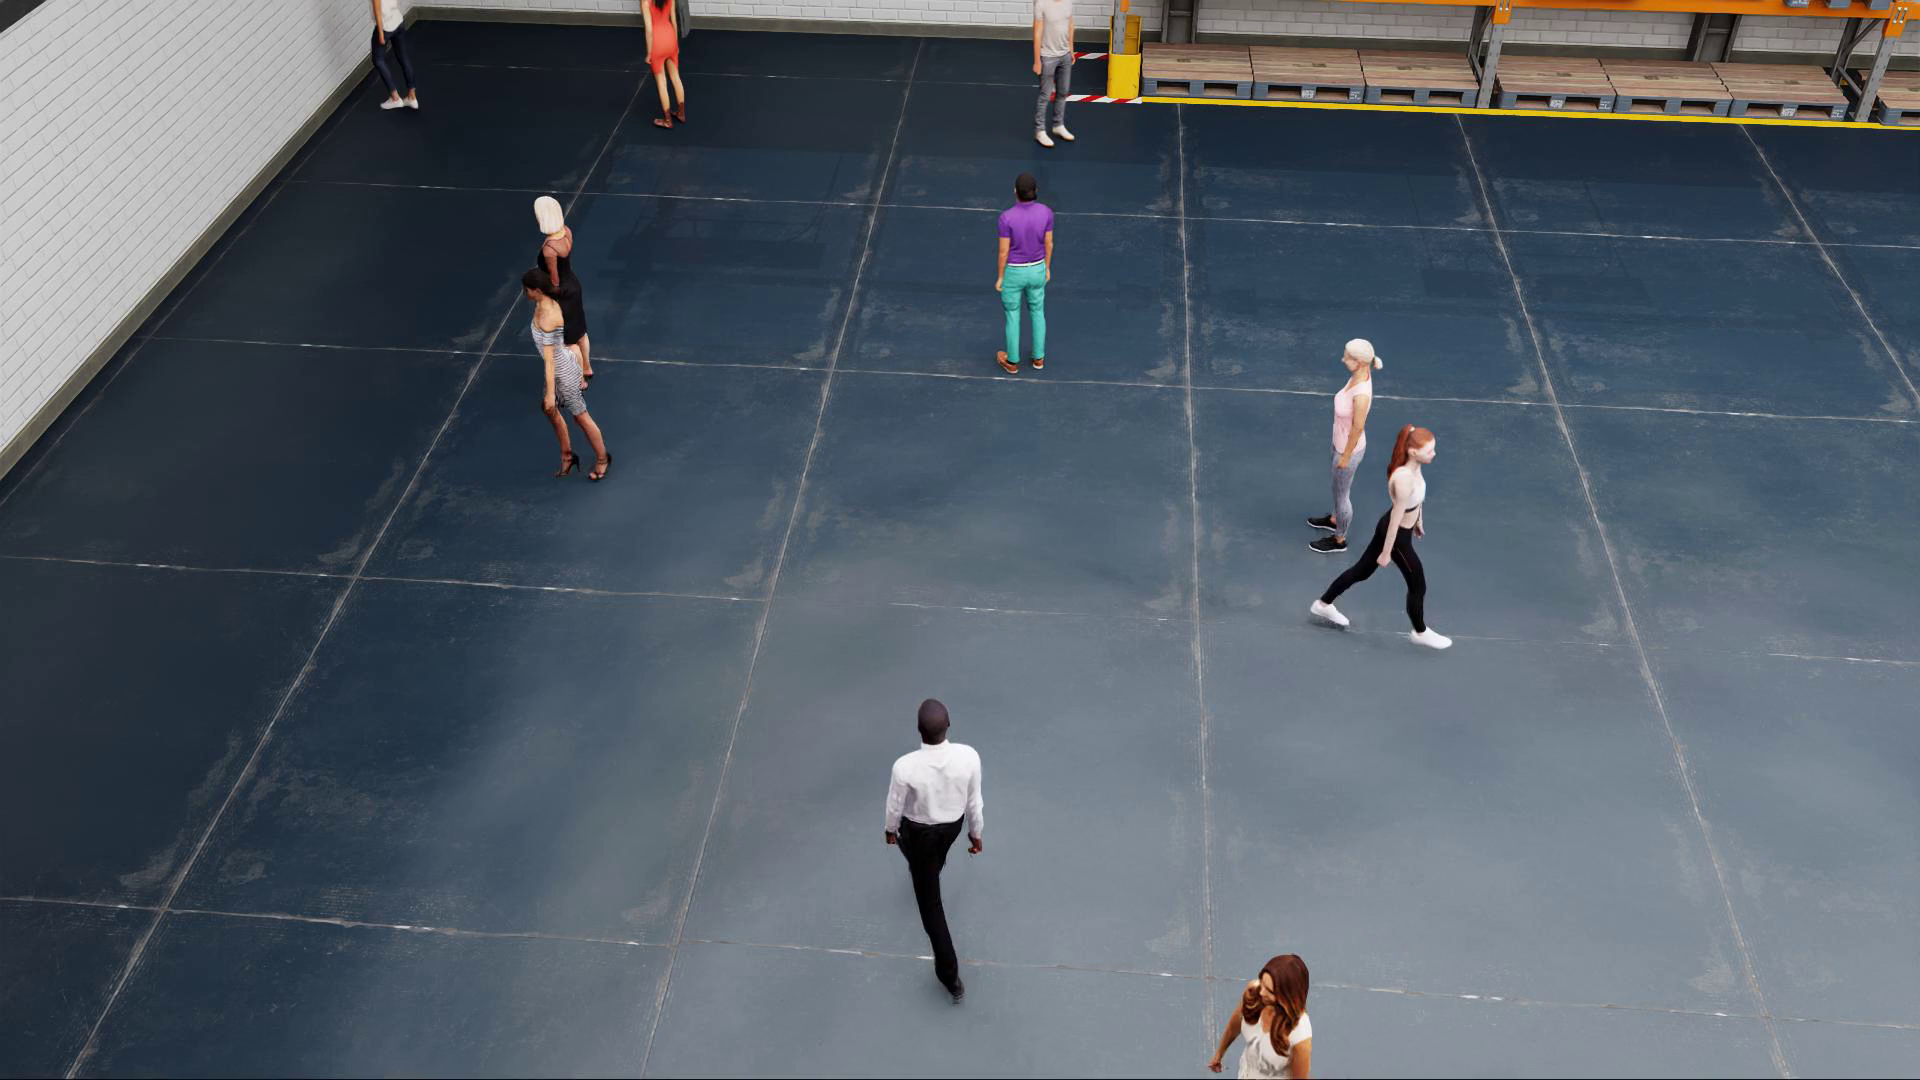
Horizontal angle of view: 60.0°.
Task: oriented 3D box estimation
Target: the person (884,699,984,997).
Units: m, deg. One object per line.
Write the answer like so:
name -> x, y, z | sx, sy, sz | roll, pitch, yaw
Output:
person -> -0.123, 1.636, 8.772 | 1.248, 1.784, 1.042 | -10, 40, -13

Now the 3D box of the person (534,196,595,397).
person -> -3.158, -1.948, 13.288 | 0.508, 1.748, 0.591 | 5, 39, 6

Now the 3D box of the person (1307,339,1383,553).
person -> 2.737, -0.677, 11.719 | 0.534, 1.721, 0.566 | 5, 39, 7

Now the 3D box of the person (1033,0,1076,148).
person -> 0.944, -4.957, 16.945 | 0.731, 1.887, 0.804 | -25, 45, -28

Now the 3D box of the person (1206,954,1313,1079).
person -> 1.510, 2.493, 7.724 | 1.112, 1.753, 0.924 | -16, 41, -19

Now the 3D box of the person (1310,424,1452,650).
person -> 2.762, -0.025, 10.924 | 1.240, 1.694, 0.809 | 13, 40, 16

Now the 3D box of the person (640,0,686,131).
person -> -3.098, -5.131, 17.298 | 0.702, 1.718, 0.664 | 30, 47, 32

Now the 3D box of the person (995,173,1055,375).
person -> 0.525, -2.178, 13.561 | 0.641, 1.767, 0.770 | -11, 40, -14

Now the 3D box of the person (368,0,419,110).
person -> -5.959, -5.410, 17.578 | 0.671, 1.805, 0.696 | 11, 40, 13

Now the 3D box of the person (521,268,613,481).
person -> -2.856, -1.220, 12.336 | 0.845, 1.799, 0.854 | -14, 41, -17
